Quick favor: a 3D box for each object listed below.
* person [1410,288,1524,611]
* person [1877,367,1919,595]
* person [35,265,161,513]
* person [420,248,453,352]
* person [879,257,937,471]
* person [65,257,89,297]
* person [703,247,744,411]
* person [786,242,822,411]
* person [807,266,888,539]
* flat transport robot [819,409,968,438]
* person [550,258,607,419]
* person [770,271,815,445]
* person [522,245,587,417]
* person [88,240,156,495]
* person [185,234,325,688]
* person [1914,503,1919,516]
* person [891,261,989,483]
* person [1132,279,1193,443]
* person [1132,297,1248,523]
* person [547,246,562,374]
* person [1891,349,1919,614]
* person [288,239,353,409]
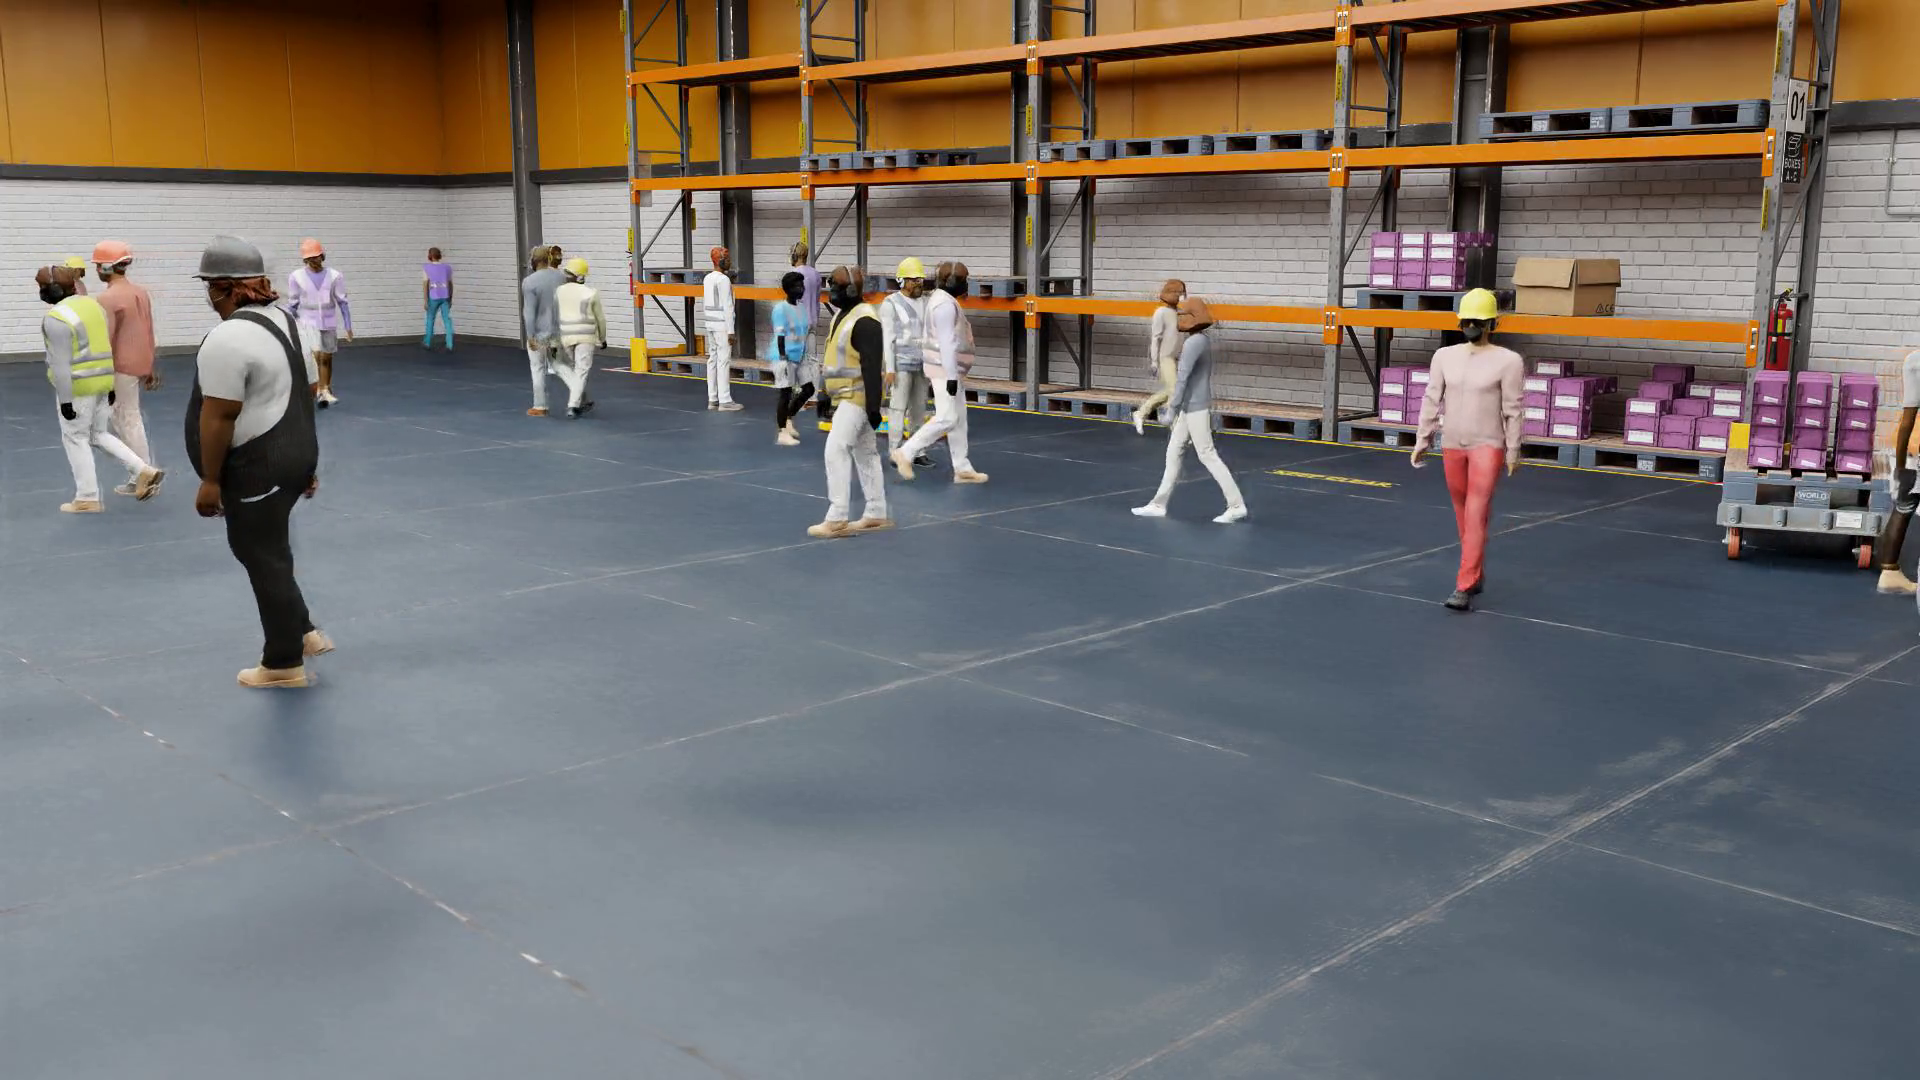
[{"bbox_3d":[2.735,-0.487,9.055,0.525,1.734,0.815,10,14,44],"label":"person"},{"bbox_3d":[5.505,-0.508,9.312,0.653,1.662,0.577,0,10,-2],"label":"person"},{"bbox_3d":[-6.321,-1.090,12.121,0.613,1.814,0.649,1,10,3],"label":"person"},{"bbox_3d":[-9.175,-4.209,29.156,0.596,1.793,0.951,-9,14,-41],"label":"person"},{"bbox_3d":[-0.423,-1.512,14.356,0.404,1.831,0.600,9,14,41],"label":"person"},{"bbox_3d":[-12.452,-3.147,23.588,0.912,1.719,0.526,-3,11,-14],"label":"person"},{"bbox_3d":[-2.768,-2.442,19.294,0.351,1.882,0.581,-7,13,-34],"label":"person"},{"bbox_3d":[-1.839,-2.462,19.247,0.372,1.940,0.631,6,12,28],"label":"person"},{"bbox_3d":[-0.806,-0.925,11.219,0.747,1.817,0.649,-3,11,-15],"label":"person"},{"bbox_3d":[-0.683,-1.201,16.921,1.431,0.197,0.652,7,13,35],"label":"flat transport robot"},{"bbox_3d":[-4.259,-2.247,18.549,0.587,1.773,0.974,2,11,11],"label":"person"},{"bbox_3d":[-1.625,-1.742,16.038,0.366,1.686,0.533,6,12,28],"label":"person"},{"bbox_3d":[-4.527,-2.301,18.444,0.755,1.916,0.636,8,13,38],"label":"person"},{"bbox_3d":[-6.535,-1.320,12.894,0.518,1.980,0.644,0,10,1],"label":"person"},{"bbox_3d":[-3.162,-0.345,7.428,0.542,2.000,0.692,0,10,0],"label":"person"},{"bbox_3d":[6.808,-0.920,11.227,0.572,1.804,1.009,0,10,-1],"label":"person"},{"bbox_3d":[-0.153,-1.350,13.501,0.714,1.822,0.644,0,10,-1],"label":"person"},{"bbox_3d":[2.006,-1.768,16.386,0.702,1.611,0.497,9,13,39],"label":"person"},{"bbox_3d":[1.669,-0.918,11.775,0.841,1.593,0.511,3,11,14],"label":"person"},{"bbox_3d":[-5.913,-3.369,24.381,0.321,1.871,0.532,1,10,7],"label":"person"},{"bbox_3d":[4.715,-0.312,7.881,0.520,1.817,0.976,9,14,40],"label":"person"},{"bbox_3d":[-7.542,-2.550,19.624,0.677,1.983,1.048,-6,12,-29],"label":"person"}]
